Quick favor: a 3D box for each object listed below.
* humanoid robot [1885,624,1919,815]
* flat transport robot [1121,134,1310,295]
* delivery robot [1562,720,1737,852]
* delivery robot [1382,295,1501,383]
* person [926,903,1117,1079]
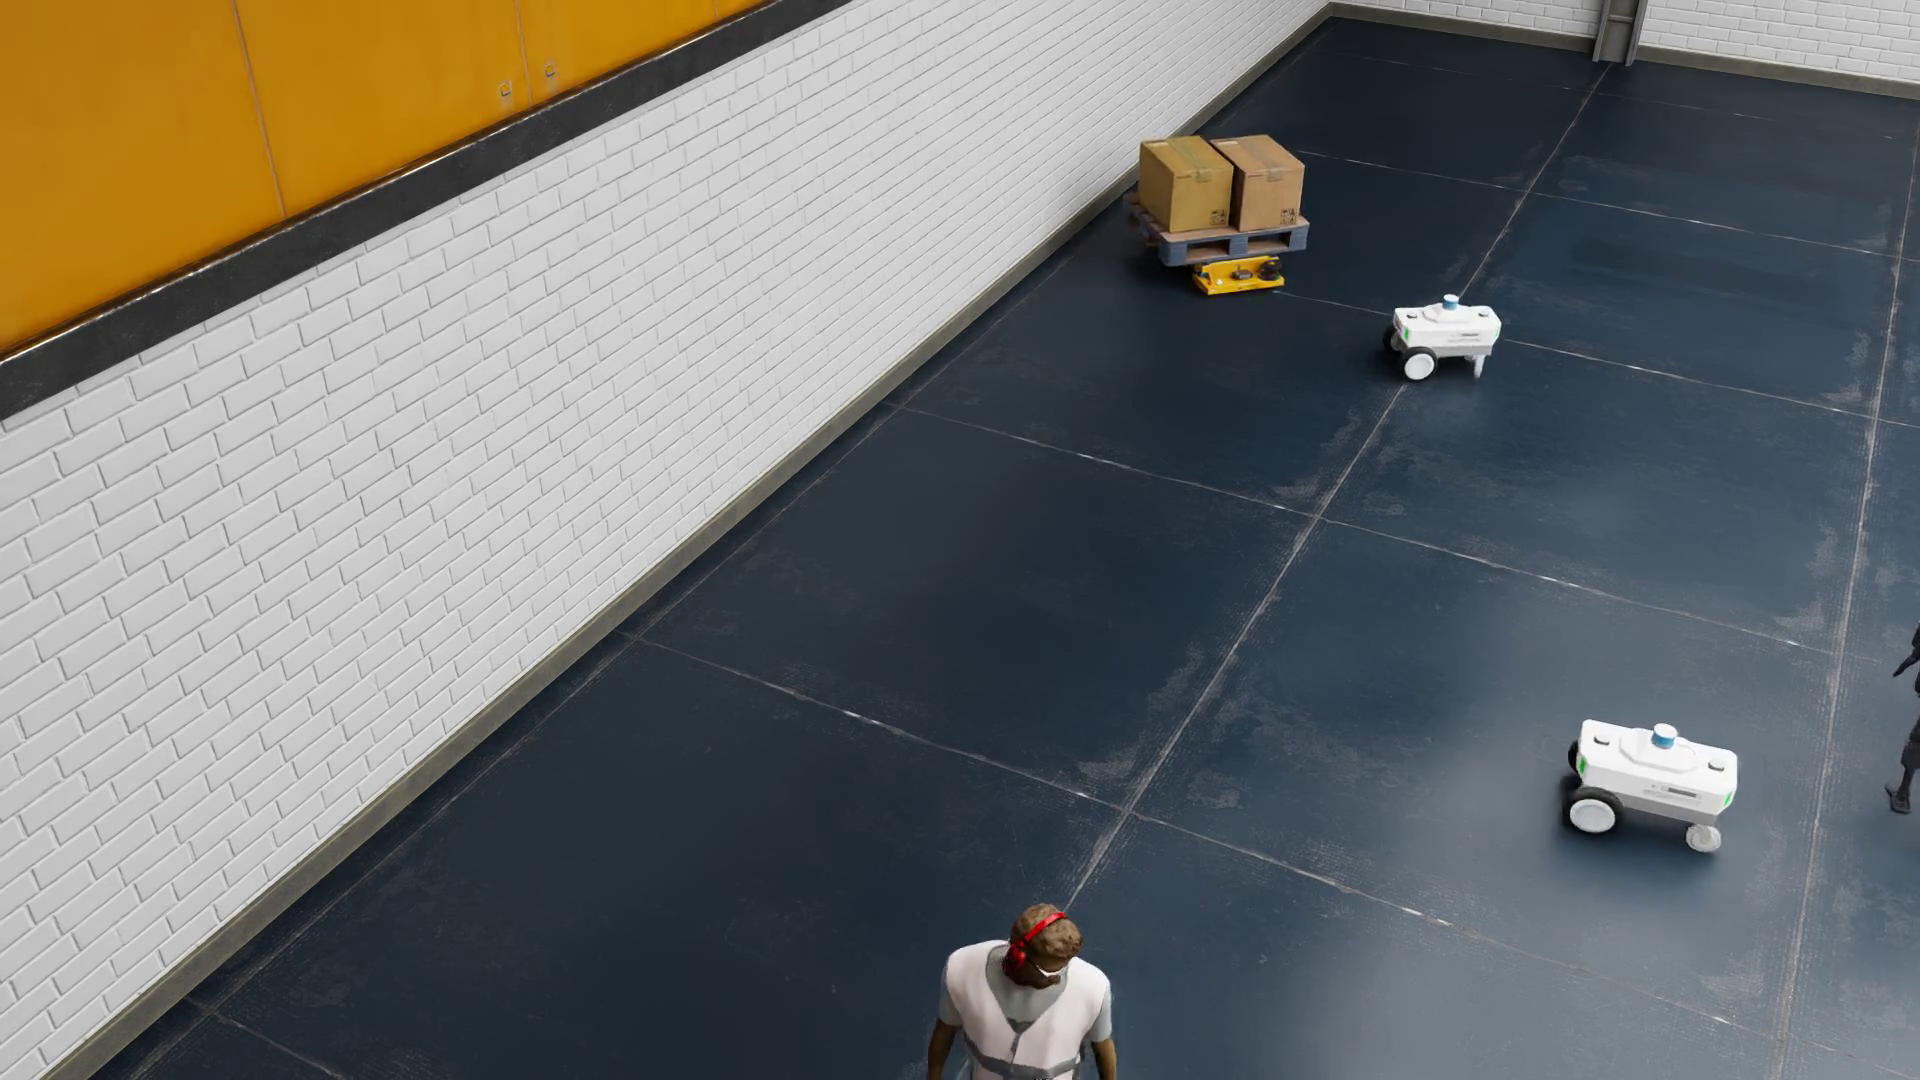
[{"bbox_3d":[4.722,0.642,7.770,0.609,1.645,0.371,25,41,33],"label":"humanoid robot"},{"bbox_3d":[2.038,-2.392,13.537,0.659,0.231,1.431,-9,35,-14],"label":"flat transport robot"},{"bbox_3d":[3.311,1.147,8.027,0.805,0.609,0.499,12,36,17],"label":"delivery robot"},{"bbox_3d":[3.429,-1.448,11.893,0.785,0.614,0.523,-2,34,-3],"label":"delivery robot"},{"bbox_3d":[0.206,1.891,5.785,0.678,1.814,0.596,10,35,14],"label":"person"}]
